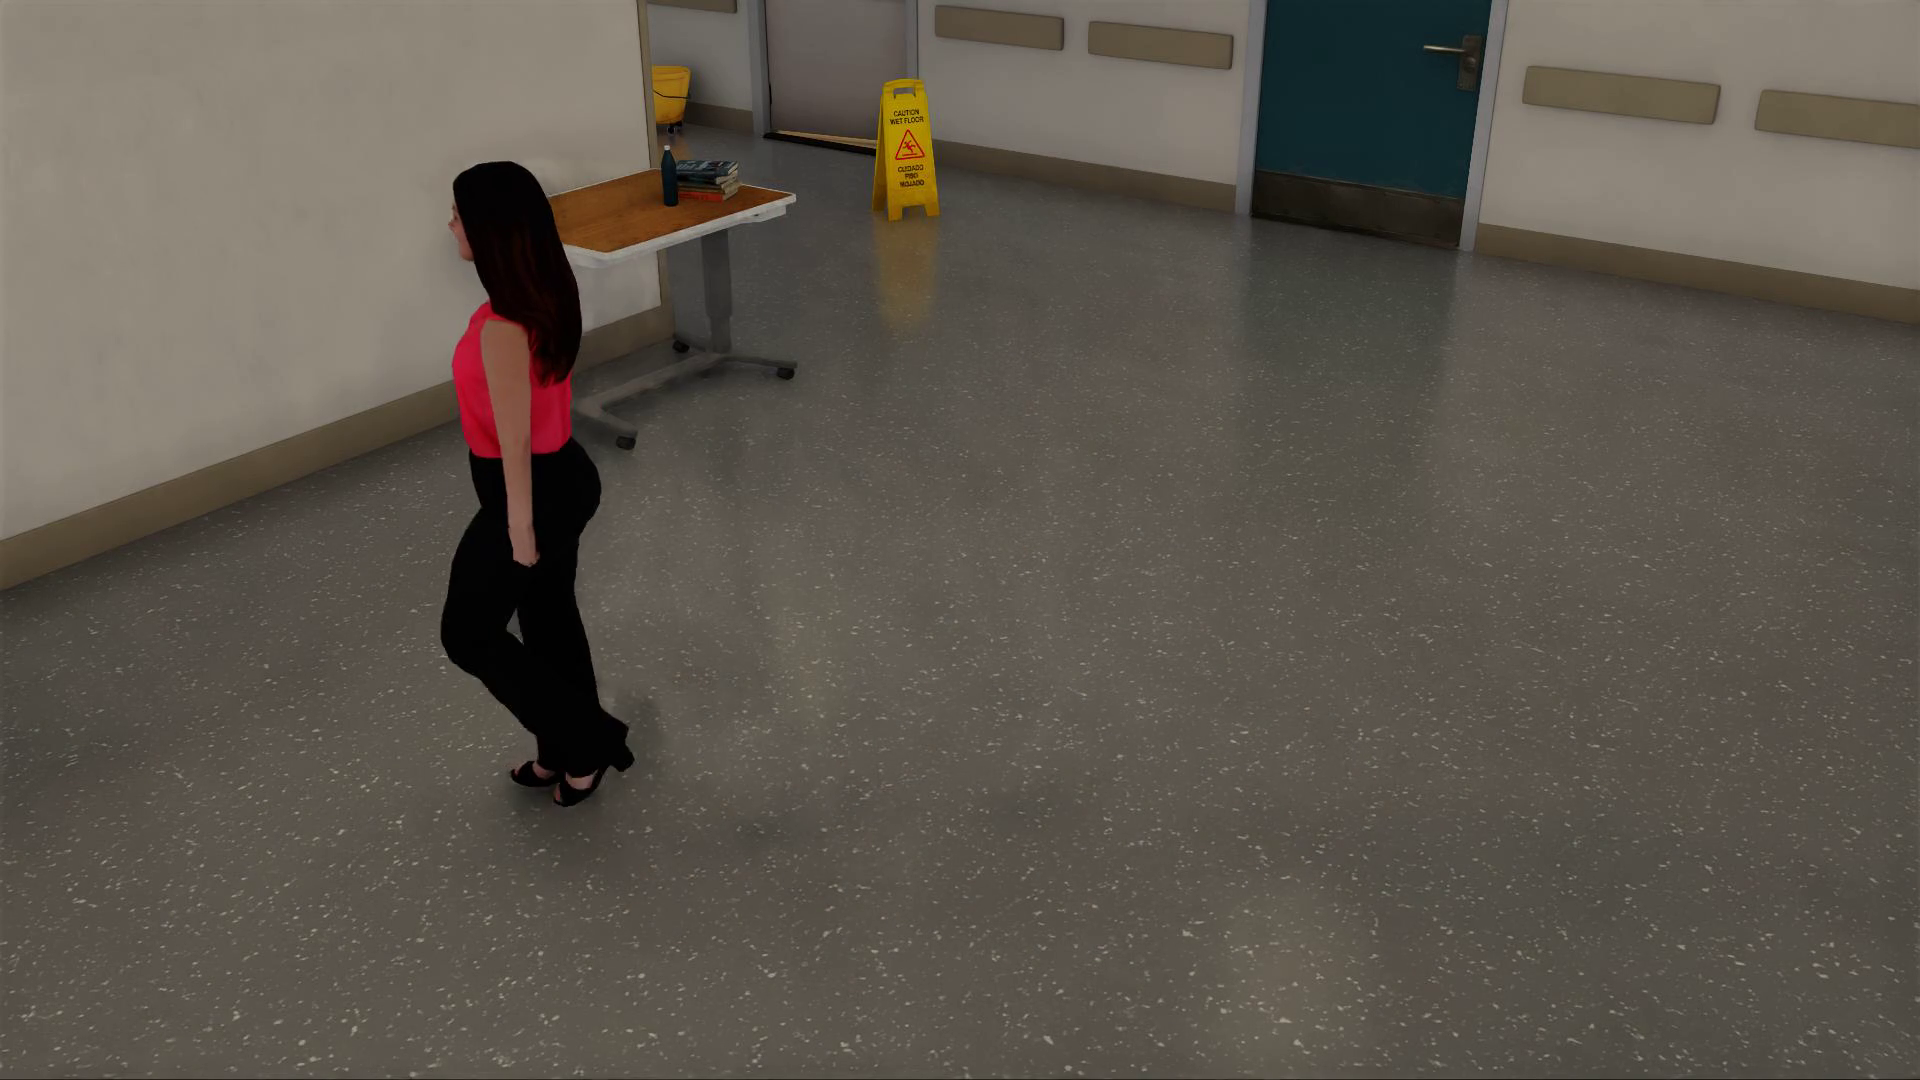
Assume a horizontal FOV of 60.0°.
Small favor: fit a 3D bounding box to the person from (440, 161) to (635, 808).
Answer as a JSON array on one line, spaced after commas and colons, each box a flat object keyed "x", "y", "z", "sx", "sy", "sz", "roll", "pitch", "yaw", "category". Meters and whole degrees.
[{"x": -0.953, "y": -0.069, "z": 3.965, "sx": 0.777, "sy": 1.650, "sz": 0.721, "roll": 2, "pitch": 26, "yaw": 3, "category": "person"}]
